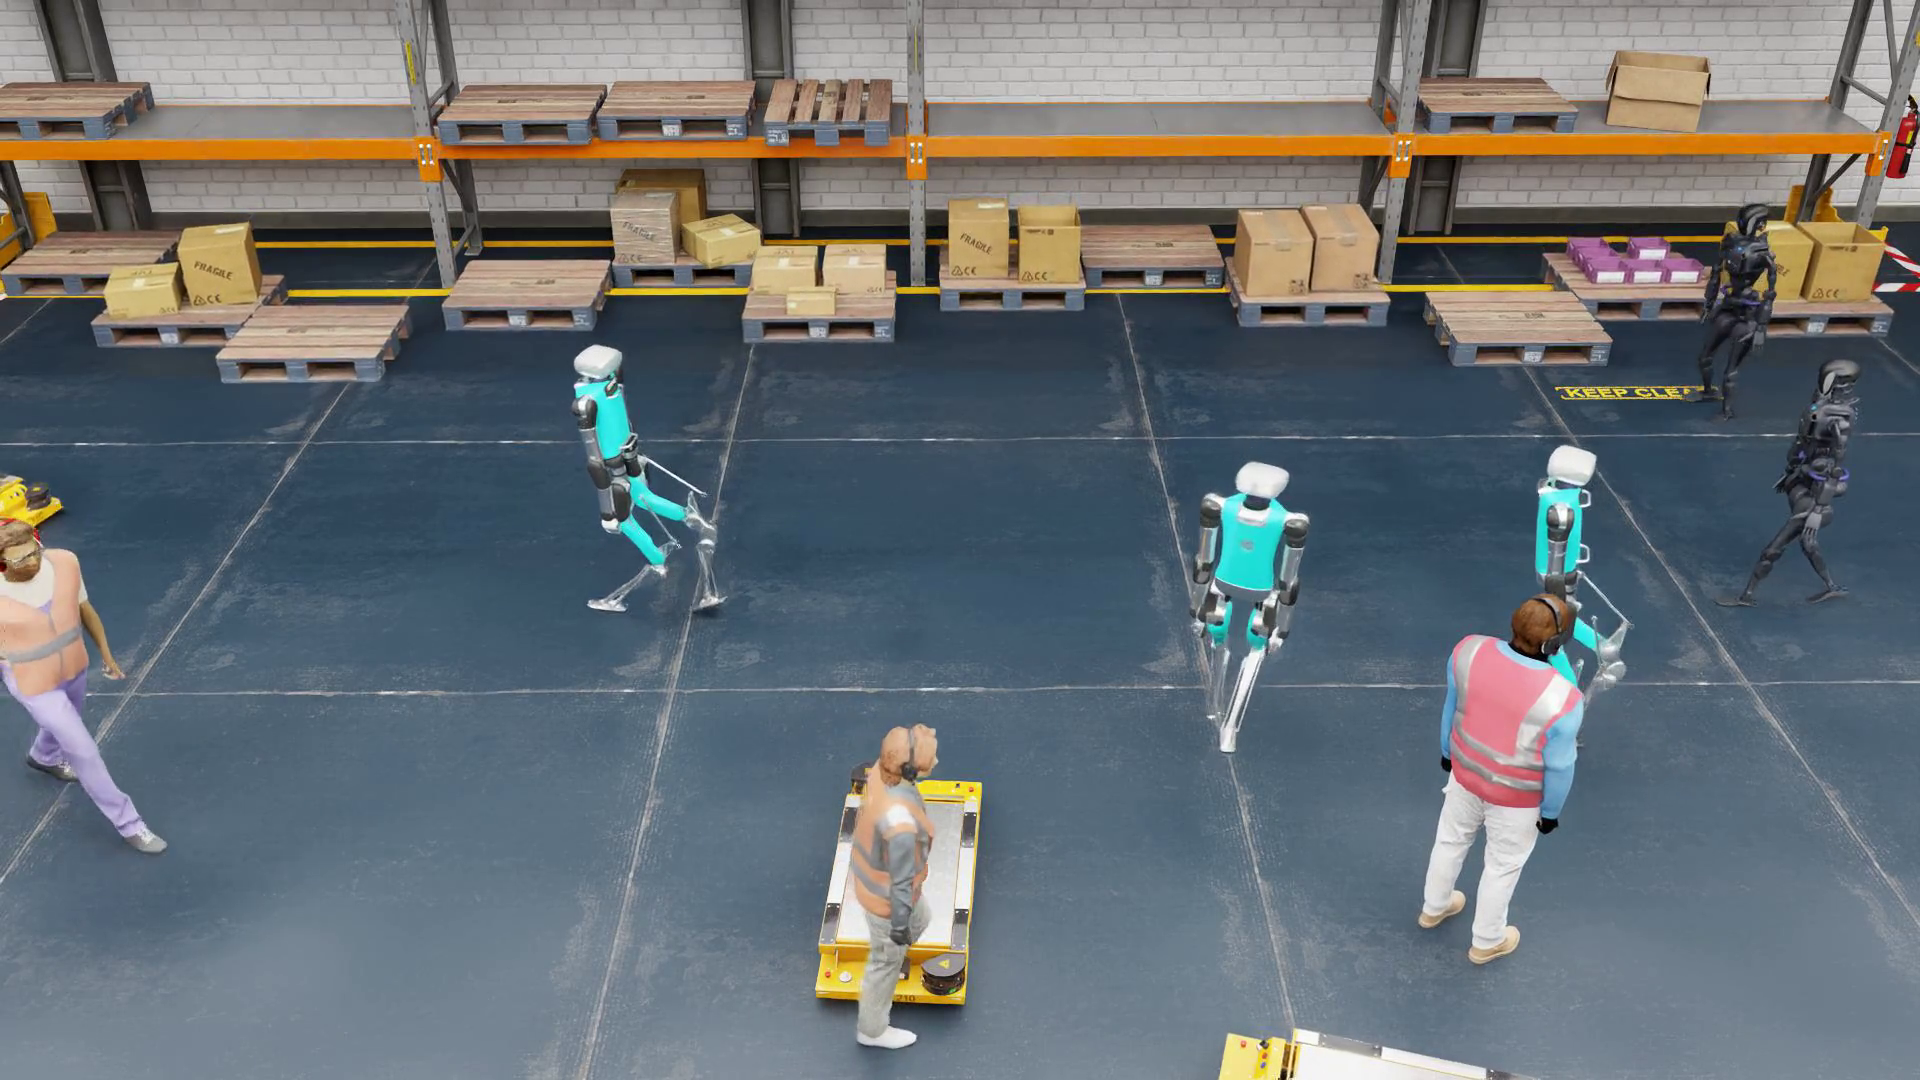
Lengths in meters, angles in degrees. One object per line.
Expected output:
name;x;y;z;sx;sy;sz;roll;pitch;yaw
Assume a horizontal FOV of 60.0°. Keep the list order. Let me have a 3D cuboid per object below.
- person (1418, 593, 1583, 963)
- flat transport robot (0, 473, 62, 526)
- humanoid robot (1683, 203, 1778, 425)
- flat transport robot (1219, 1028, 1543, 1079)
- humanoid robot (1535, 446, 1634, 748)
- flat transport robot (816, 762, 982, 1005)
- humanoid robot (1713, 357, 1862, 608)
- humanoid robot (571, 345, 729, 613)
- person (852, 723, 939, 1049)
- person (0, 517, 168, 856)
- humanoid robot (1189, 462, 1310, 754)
person;2.344;1.022;7.198;0.431;1.836;0.629;-23;38;-33
flat transport robot;-6.663;-0.231;10.795;1.431;0.231;0.659;10;32;16
humanoid robot;5.486;-1.587;11.701;0.417;1.640;0.609;-12;33;-18
flat transport robot;1.721;2.327;6.537;1.431;0.231;0.659;8;32;14
humanoid robot;3.159;0.424;8.372;0.739;1.869;0.538;9;32;15
flat transport robot;-0.258;1.576;7.787;0.659;0.231;1.431;2;31;3
humanoid robot;4.935;-0.306;9.607;0.789;1.627;0.616;3;31;5
humanoid robot;-1.706;-0.251;9.449;1.024;1.768;0.545;5;31;9
person;-0.265;1.414;6.750;0.387;1.612;0.519;-5;31;-8
person;-4.346;0.629;7.899;1.036;1.782;0.573;12;33;20
humanoid robot;1.484;0.319;8.512;0.553;1.816;0.789;11;33;18
